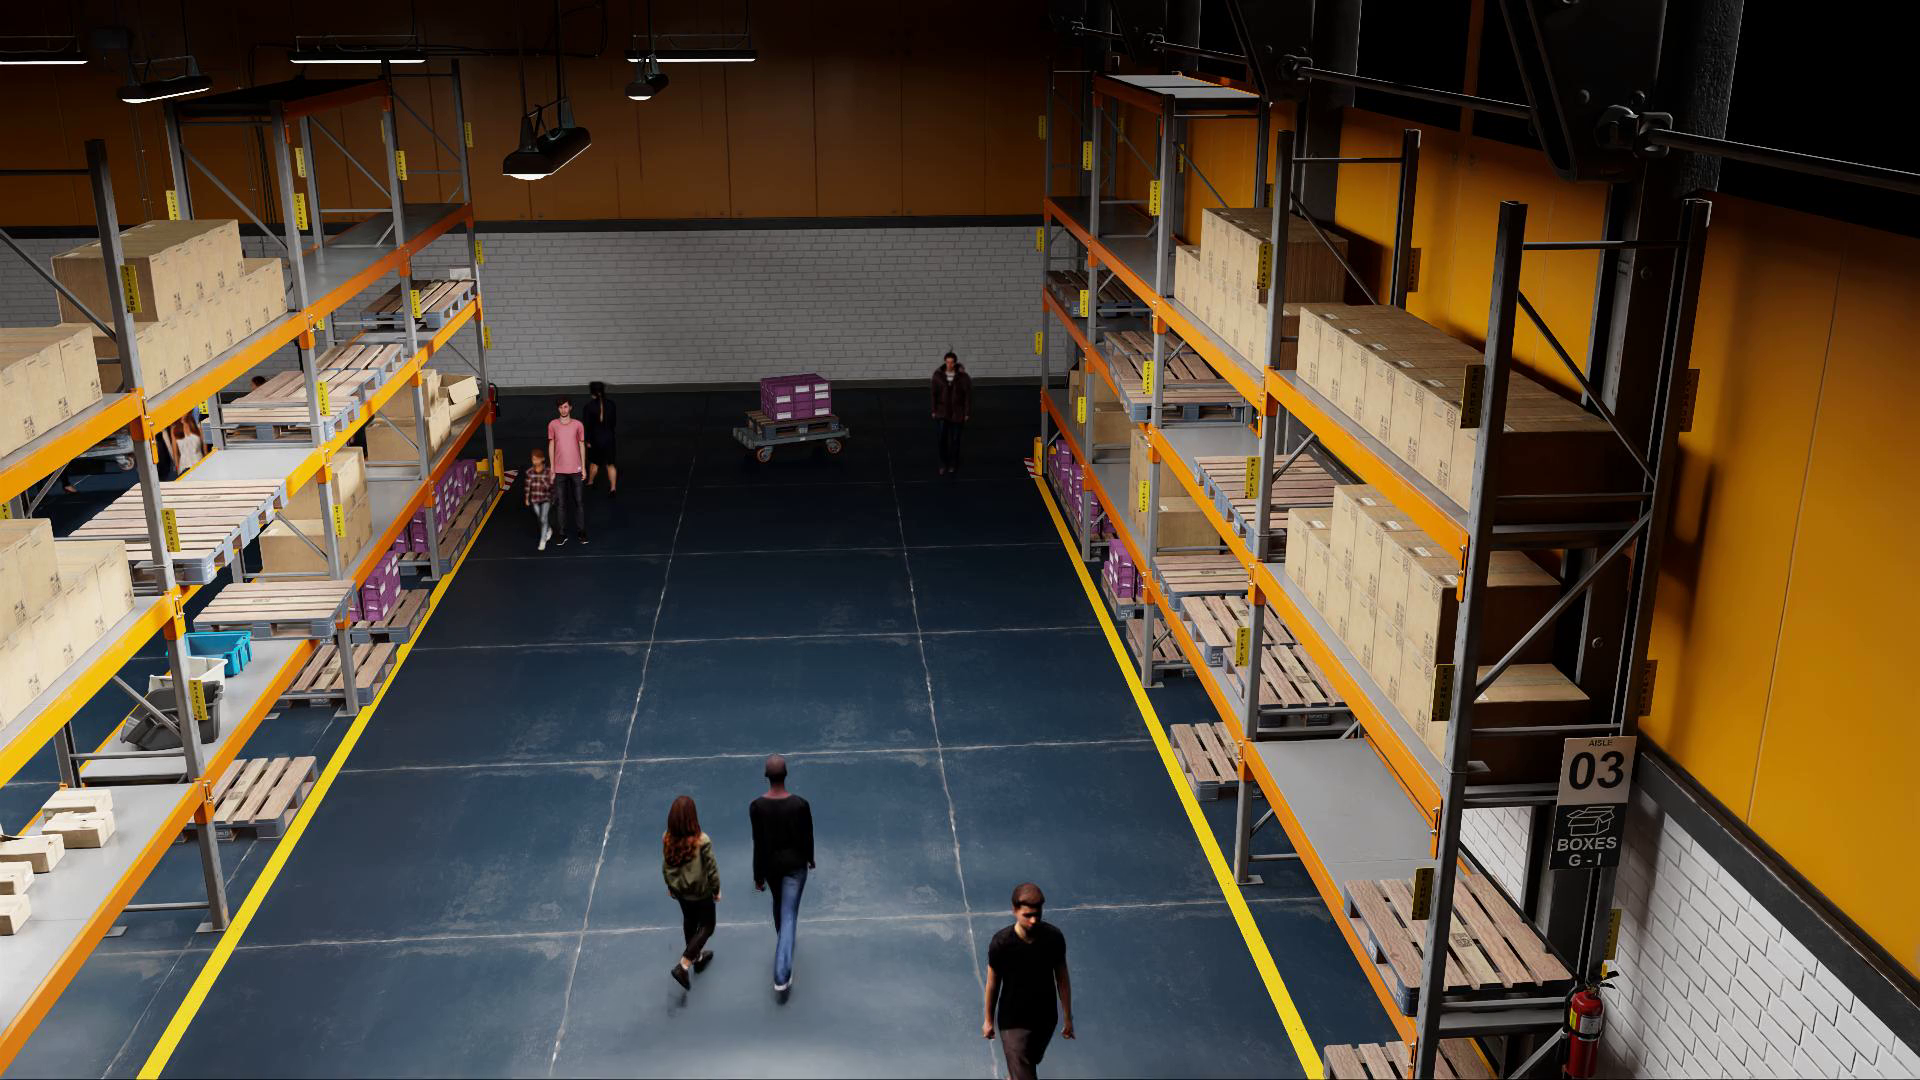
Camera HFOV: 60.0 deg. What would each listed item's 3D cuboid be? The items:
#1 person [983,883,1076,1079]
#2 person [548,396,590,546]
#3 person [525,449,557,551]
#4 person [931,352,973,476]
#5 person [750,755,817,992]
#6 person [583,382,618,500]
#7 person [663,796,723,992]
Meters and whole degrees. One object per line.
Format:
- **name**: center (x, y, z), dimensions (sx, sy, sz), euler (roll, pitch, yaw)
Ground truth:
- **person**: center (0.397, 2.933, 10.377), dimensions (0.904, 1.819, 1.269), euler (-6, 20, -18)
- **person**: center (-5.087, -0.918, 21.593), dimensions (0.647, 1.959, 0.588), euler (-4, 19, -12)
- **person**: center (-5.419, -0.556, 21.580), dimensions (0.618, 1.282, 0.937), euler (1, 19, 3)
- **person**: center (-0.131, -1.910, 24.734), dimensions (0.823, 1.834, 0.821), euler (2, 19, 5)
- **person**: center (-1.278, 2.429, 12.050), dimensions (0.751, 1.707, 1.189), euler (2, 19, 6)
- **person**: center (-5.010, -1.366, 23.431), dimensions (1.027, 1.636, 1.144), euler (-14, 23, -36)
- **person**: center (-1.961, 2.560, 12.038), dimensions (0.824, 1.465, 0.959), euler (8, 20, 22)
